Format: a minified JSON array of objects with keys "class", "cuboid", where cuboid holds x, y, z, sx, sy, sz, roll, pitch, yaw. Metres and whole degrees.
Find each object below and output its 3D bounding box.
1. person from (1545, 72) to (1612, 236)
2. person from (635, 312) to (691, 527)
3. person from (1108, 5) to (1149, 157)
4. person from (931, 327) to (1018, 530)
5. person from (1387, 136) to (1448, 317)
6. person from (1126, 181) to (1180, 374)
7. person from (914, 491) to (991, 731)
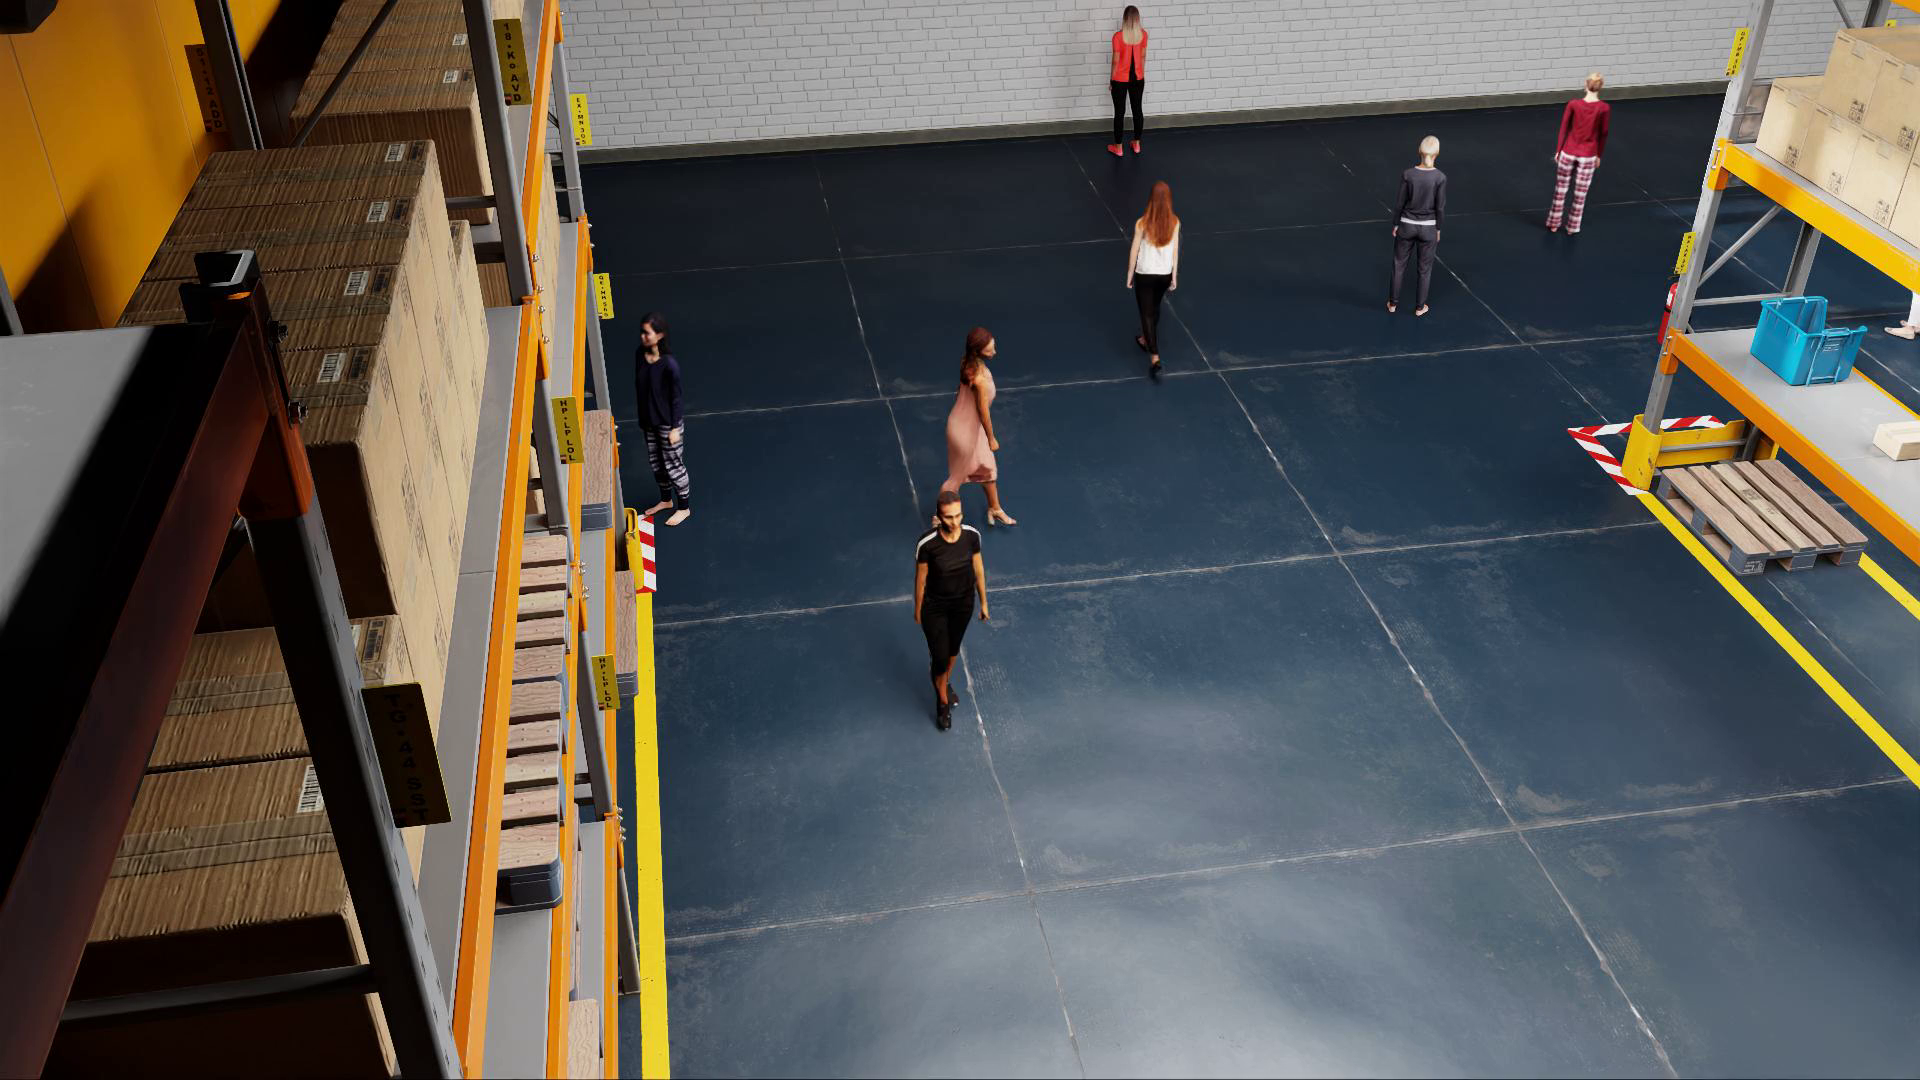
[{"class":"person","cuboid":[6.366,-3.980,17.106,0.690,1.700,0.694,12,35,17]},{"class":"person","cuboid":[-2.235,-0.923,12.476,0.662,1.734,0.739,24,41,32]},{"class":"person","cuboid":[1.926,-5.265,19.045,0.620,1.693,0.576,-11,35,-16]},{"class":"person","cuboid":[-0.014,-0.800,12.247,0.815,1.783,0.875,-6,34,-8]},{"class":"person","cuboid":[4.272,-2.933,15.505,0.682,1.728,0.689,12,35,17]},{"class":"person","cuboid":[1.713,-2.270,14.540,0.605,1.692,1.050,-7,34,-10]},{"class":"person","cuboid":[-0.108,0.356,10.627,0.676,1.650,0.781,-13,36,-19]}]
